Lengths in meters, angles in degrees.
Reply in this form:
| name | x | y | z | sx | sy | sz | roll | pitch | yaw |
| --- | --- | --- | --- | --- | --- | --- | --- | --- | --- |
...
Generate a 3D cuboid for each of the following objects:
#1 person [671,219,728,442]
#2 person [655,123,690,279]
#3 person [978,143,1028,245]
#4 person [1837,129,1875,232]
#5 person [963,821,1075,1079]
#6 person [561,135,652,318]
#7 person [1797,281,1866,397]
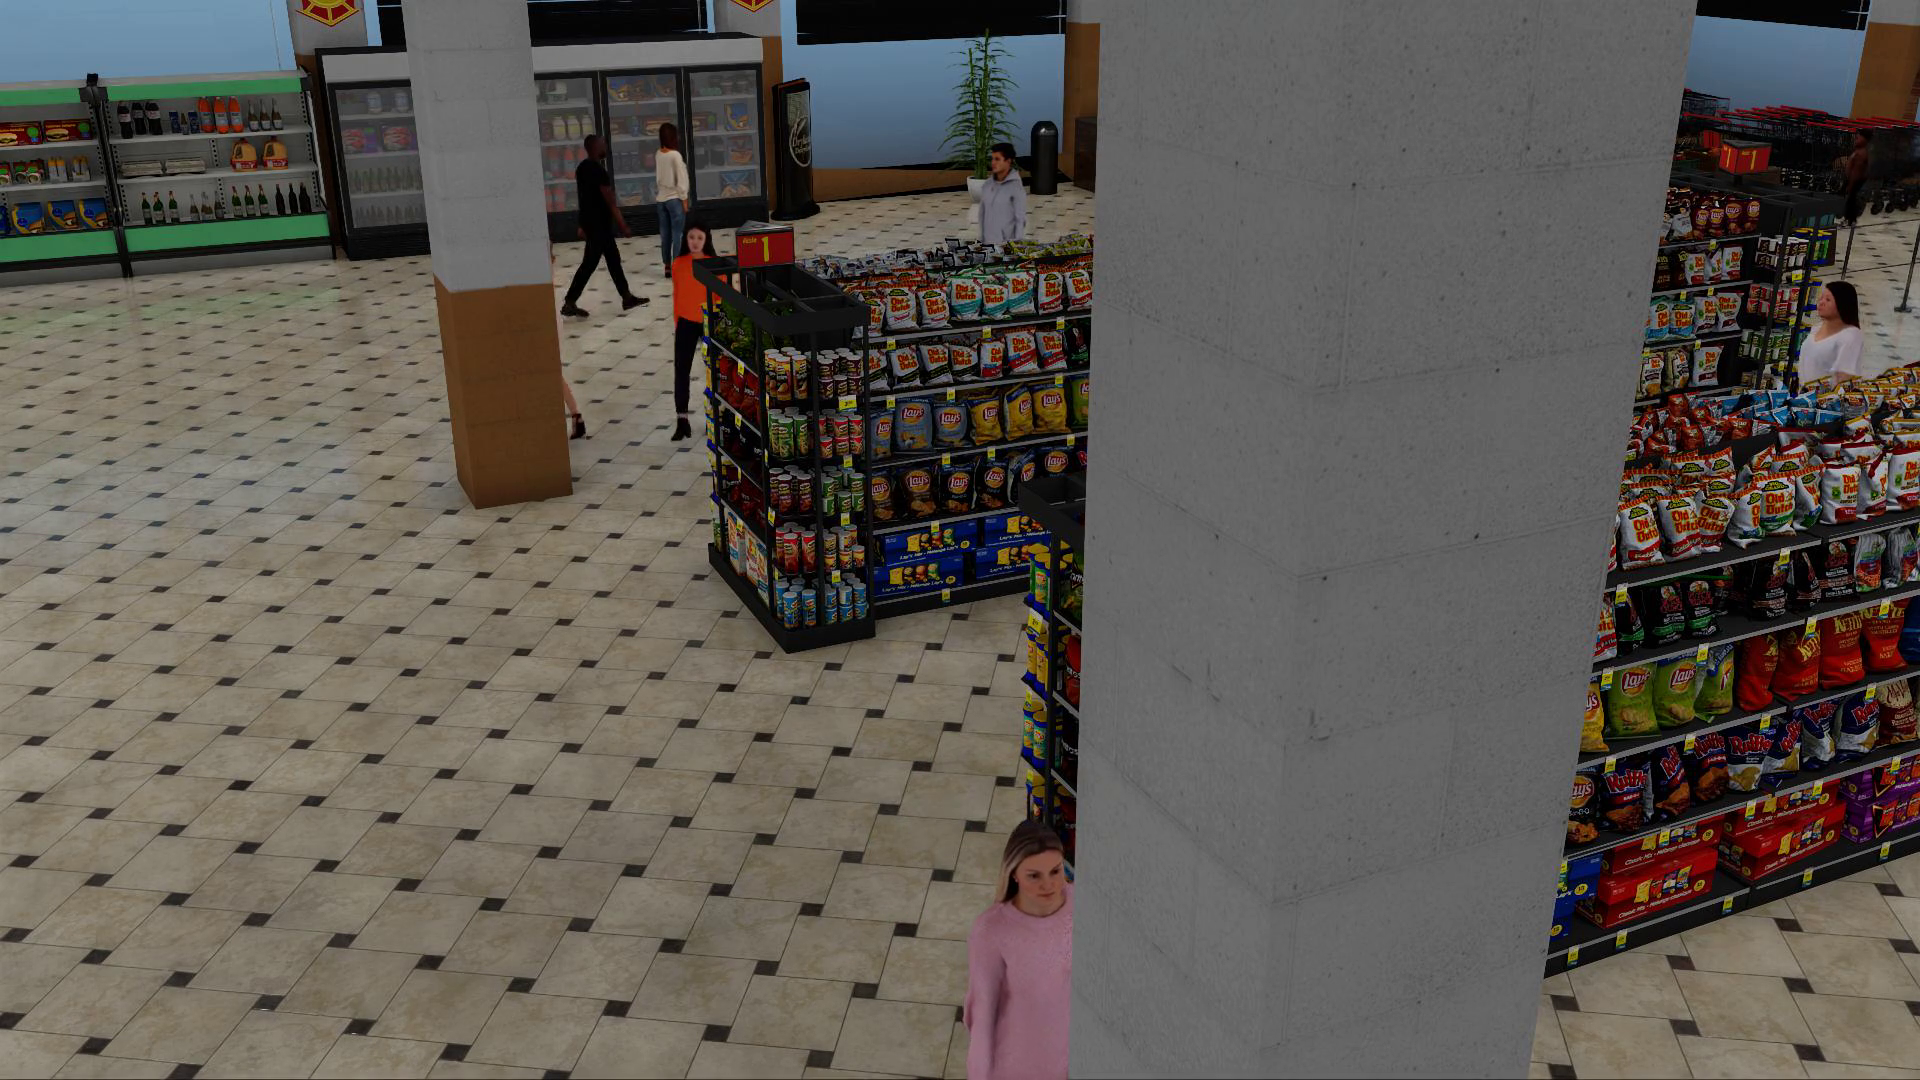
| name | x | y | z | sx | sy | sz | roll | pitch | yaw |
| --- | --- | --- | --- | --- | --- | --- | --- | --- | --- |
| person | -2.003 | -1.677 | 13.081 | 0.924 | 1.727 | 0.962 | 5 | 22 | 12 |
| person | -3.156 | -3.700 | 18.179 | 0.654 | 1.680 | 0.677 | -20 | 29 | -40 |
| person | 0.406 | -2.711 | 15.382 | 0.758 | 1.929 | 0.735 | 18 | 28 | 38 |
| person | 11.181 | -4.459 | 20.649 | 0.659 | 1.247 | 0.599 | 8 | 23 | 18 |
| person | 0.243 | 1.577 | 5.038 | 0.493 | 1.686 | 0.670 | -8 | 23 | -19 |
| person | -3.673 | -3.055 | 16.446 | 1.193 | 1.775 | 0.718 | -12 | 25 | -27 |
| person | 5.937 | -0.926 | 11.289 | 0.963 | 1.669 | 0.863 | 0 | 22 | -1 |
